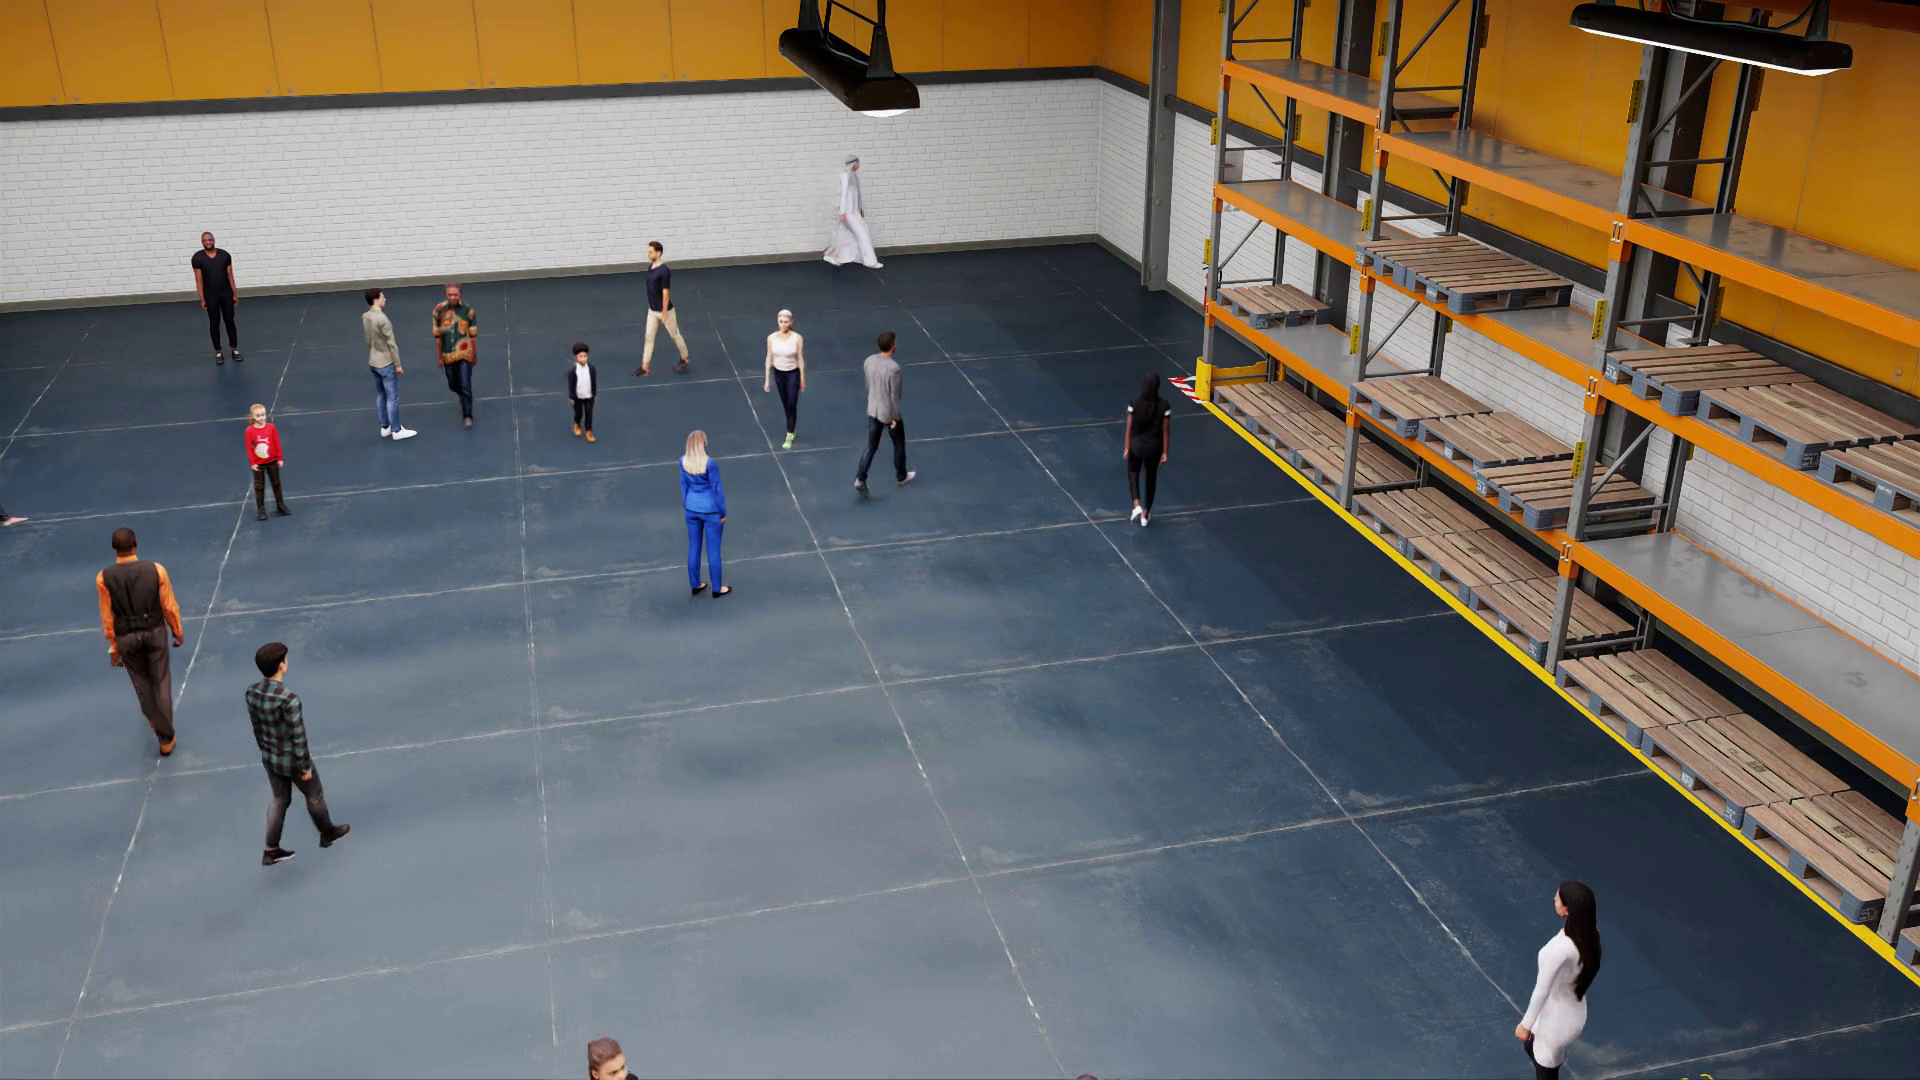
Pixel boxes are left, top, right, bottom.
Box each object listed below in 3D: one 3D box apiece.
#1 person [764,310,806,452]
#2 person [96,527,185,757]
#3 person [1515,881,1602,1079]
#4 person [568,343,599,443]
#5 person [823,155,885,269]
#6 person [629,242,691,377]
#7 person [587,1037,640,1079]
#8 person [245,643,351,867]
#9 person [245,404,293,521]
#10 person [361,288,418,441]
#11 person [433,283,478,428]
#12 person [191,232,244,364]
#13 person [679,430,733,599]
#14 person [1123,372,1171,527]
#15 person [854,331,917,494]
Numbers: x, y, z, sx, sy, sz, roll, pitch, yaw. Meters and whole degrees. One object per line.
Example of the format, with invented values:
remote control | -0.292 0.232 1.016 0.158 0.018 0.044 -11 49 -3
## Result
person | -2.064 -1.962 20.001 0.923 1.666 1.167 5 24 11
person | -6.537 0.847 13.308 0.796 1.880 1.065 -10 25 -21
person | 3.373 2.704 9.163 0.735 1.798 0.708 21 31 39
person | -4.600 -1.808 20.209 0.586 1.217 0.688 -12 26 -26
person | -1.913 -5.432 27.669 1.166 1.883 1.341 5 24 11
person | -3.948 -3.101 22.431 1.093 1.806 1.192 -21 31 -40
person | -1.777 3.148 8.472 0.990 1.537 0.857 18 30 36
person | -4.819 1.534 11.733 1.014 1.698 1.077 10 25 21
person | -7.511 -0.856 17.956 0.563 1.278 0.573 -16 28 -33
person | -6.996 -2.138 20.152 0.751 1.868 0.854 18 30 36
person | -6.246 -2.330 20.692 0.778 1.787 1.065 -3 24 -6
person | -10.281 -3.378 23.049 0.728 1.819 0.663 -15 27 -30
person | -2.484 -0.257 16.057 0.701 1.700 0.748 11 26 24
person | 1.957 -0.919 17.548 0.784 1.720 0.885 2 24 6
person | -0.896 -1.377 18.445 1.202 1.840 1.242 14 27 29
